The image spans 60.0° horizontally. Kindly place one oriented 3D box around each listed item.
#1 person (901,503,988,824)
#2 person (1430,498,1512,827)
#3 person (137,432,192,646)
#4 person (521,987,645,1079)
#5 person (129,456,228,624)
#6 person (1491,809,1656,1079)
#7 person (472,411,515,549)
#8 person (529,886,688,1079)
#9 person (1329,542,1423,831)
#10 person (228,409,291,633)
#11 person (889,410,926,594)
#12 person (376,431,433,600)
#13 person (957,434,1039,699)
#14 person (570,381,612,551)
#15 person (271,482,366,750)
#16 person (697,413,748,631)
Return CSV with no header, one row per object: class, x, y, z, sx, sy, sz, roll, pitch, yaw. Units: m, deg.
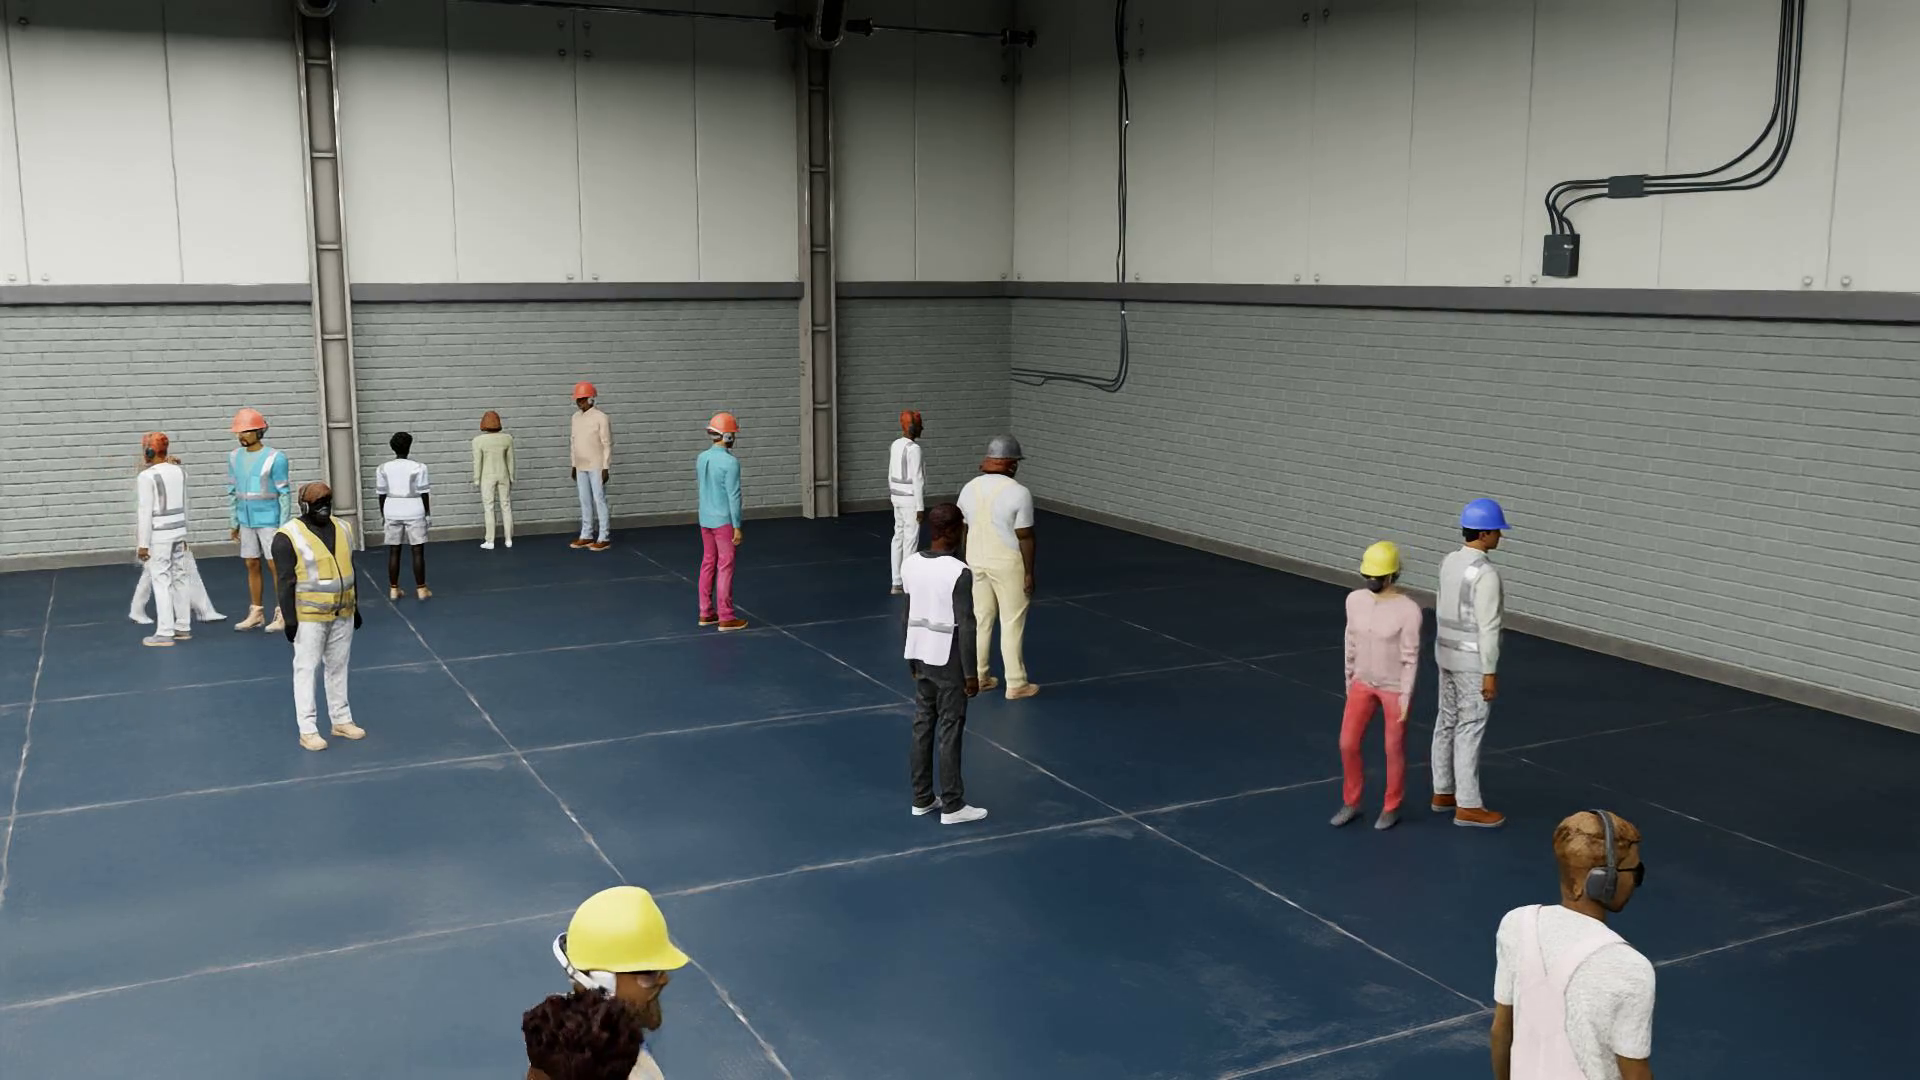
person,-0.119,0.732,9.913,0.392,1.914,0.587,-9,13,-43
person,3.030,0.723,9.899,0.422,1.951,0.614,-2,9,-10
person,-6.997,-0.011,14.622,0.361,1.880,0.578,2,9,10
person,-0.807,1.819,3.194,0.612,1.932,0.661,1,9,8
person,-7.329,0.010,15.379,0.900,1.587,0.529,1,9,8
person,1.678,1.637,4.556,0.347,1.841,0.505,-5,11,-29
person,-5.500,-0.708,19.644,0.499,1.633,0.286,-7,11,-36
person,-0.832,1.726,4.044,0.404,1.828,0.592,-4,10,-25
person,2.435,0.860,9.658,0.536,1.739,0.568,8,12,42
person,-6.356,-0.168,15.057,0.610,2.042,0.396,3,10,16
person,-0.518,-0.366,16.761,0.337,1.882,0.585,-5,10,-28
person,-5.525,-0.233,16.556,0.536,1.693,0.320,1,9,3
person,0.340,0.189,12.862,0.684,2.000,0.535,8,12,39
person,-4.352,-0.866,19.514,0.623,1.989,0.400,7,11,35
person,-4.403,0.510,11.500,0.429,1.842,0.634,5,11,30
person,-2.178,-0.171,15.268,0.415,1.985,0.611,-8,12,-42
